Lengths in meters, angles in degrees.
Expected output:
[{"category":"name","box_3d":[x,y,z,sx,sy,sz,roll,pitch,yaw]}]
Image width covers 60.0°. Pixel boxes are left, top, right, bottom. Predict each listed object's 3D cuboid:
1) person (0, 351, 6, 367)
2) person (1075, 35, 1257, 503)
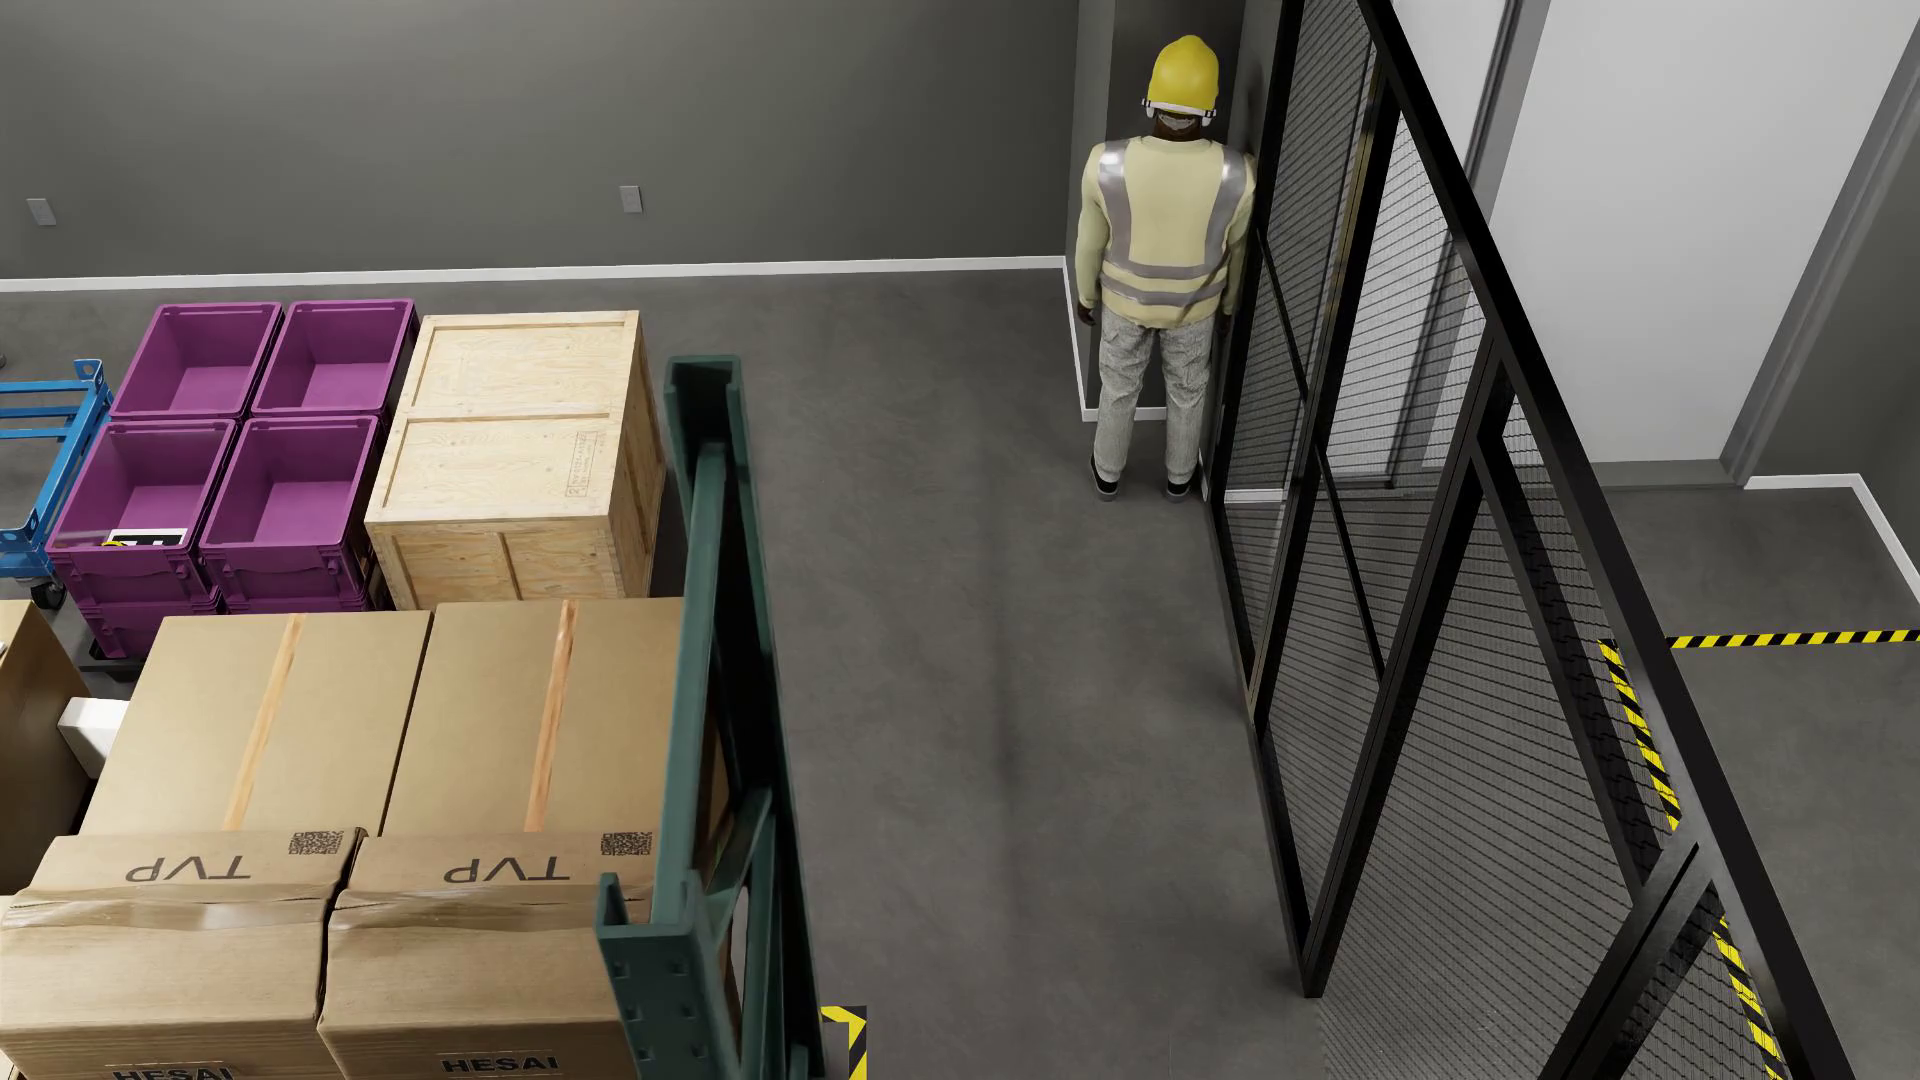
[{"category":"person","box_3d":[-4.031,-1.264,5.963,0.361,1.939,0.635,-4,46,-4]},{"category":"person","box_3d":[0.684,-0.856,5.646,0.596,1.832,0.404,4,46,4]}]
